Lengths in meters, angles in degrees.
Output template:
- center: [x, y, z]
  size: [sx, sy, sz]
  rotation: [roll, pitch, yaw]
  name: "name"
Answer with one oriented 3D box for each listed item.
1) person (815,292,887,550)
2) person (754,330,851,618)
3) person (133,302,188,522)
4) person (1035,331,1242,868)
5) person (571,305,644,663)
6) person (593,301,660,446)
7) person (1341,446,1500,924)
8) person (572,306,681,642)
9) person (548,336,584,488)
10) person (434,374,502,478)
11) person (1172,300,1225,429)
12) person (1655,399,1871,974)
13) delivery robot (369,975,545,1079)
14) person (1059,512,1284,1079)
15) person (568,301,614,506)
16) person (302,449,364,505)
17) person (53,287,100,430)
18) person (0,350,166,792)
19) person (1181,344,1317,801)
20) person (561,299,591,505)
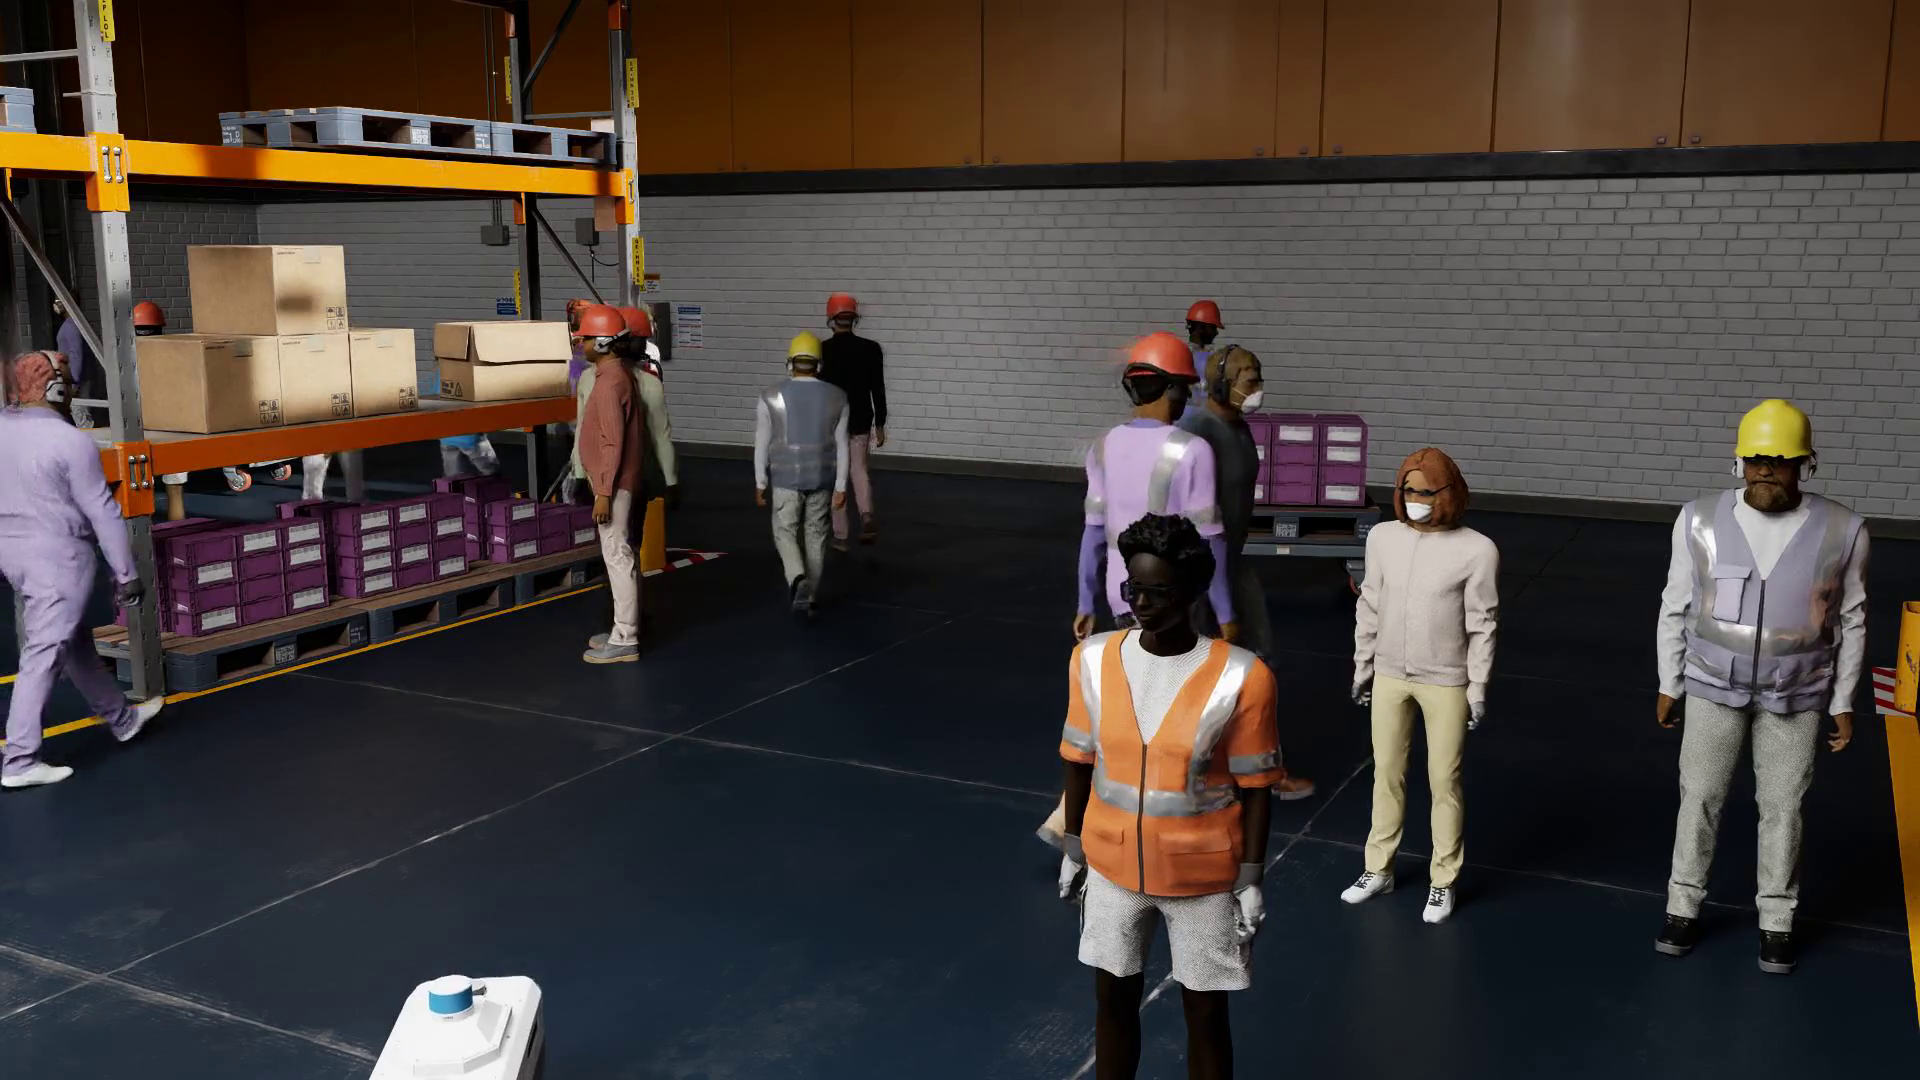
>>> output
- center: [-0.865, -0.885, 12.662]
  size: [0.638, 1.980, 0.508]
  rotation: [-4, 11, -23]
  name: "person"
- center: [-0.960, -0.385, 10.282]
  size: [0.596, 1.808, 0.662]
  rotation: [-2, 10, -14]
  name: "person"
- center: [-5.765, -0.735, 11.947]
  size: [0.546, 1.935, 0.382]
  rotation: [0, 10, -1]
  name: "person"
- center: [0.670, 0.216, 6.284]
  size: [1.036, 2.007, 0.609]
  rotation: [-6, 12, -32]
  name: "person"
- center: [-1.954, -0.312, 9.315]
  size: [0.377, 1.995, 0.608]
  rotation: [-1, 10, -5]
  name: "person"
- center: [-2.551, -0.887, 12.890]
  size: [0.424, 1.911, 0.672]
  rotation: [7, 12, 36]
  name: "person"
- center: [1.580, 0.491, 5.711]
  size: [0.499, 1.633, 0.282]
  rotation: [8, 13, 39]
  name: "person"
- center: [-1.892, -0.375, 9.738]
  size: [0.664, 1.965, 0.737]
  rotation: [7, 12, 34]
  name: "person"
- center: [-3.082, -0.859, 13.602]
  size: [0.816, 1.587, 0.519]
  rotation: [0, 10, 0]
  name: "person"
- center: [-3.785, -0.778, 12.892]
  size: [0.547, 1.683, 0.485]
  rotation: [6, 11, 30]
  name: "person"
- center: [1.771, -0.812, 12.402]
  size: [0.374, 1.929, 0.542]
  rotation: [-3, 10, -17]
  name: "person"
- center: [2.529, 0.464, 5.290]
  size: [0.599, 1.830, 0.403]
  rotation: [5, 11, 27]
  name: "person"
- center: [-1.204, 1.284, 3.969]
  size: [0.477, 0.478, 0.707]
  rotation: [-1, 10, -7]
  name: "delivery robot"
- center: [0.474, 0.772, 3.899]
  size: [0.539, 1.695, 0.318]
  rotation: [5, 11, 27]
  name: "person"
- center: [-2.948, -0.983, 13.458]
  size: [0.654, 1.908, 0.559]
  rotation: [8, 12, 38]
  name: "person"
- center: [-4.975, -0.863, 13.081]
  size: [0.626, 1.793, 0.938]
  rotation: [0, 10, 1]
  name: "person"
- center: [-8.931, -1.583, 16.835]
  size: [0.371, 1.941, 0.627]
  rotation: [-3, 10, -19]
  name: "person"
- center: [-3.872, 0.104, 7.288]
  size: [0.679, 1.854, 0.979]
  rotation: [5, 11, 25]
  name: "person"
- center: [1.151, 0.166, 6.788]
  size: [0.804, 1.909, 0.649]
  rotation: [5, 11, 28]
  name: "person"
- center: [-3.316, -1.144, 14.456]
  size: [0.337, 1.881, 0.585]
  rotation: [1, 10, 7]
  name: "person"
